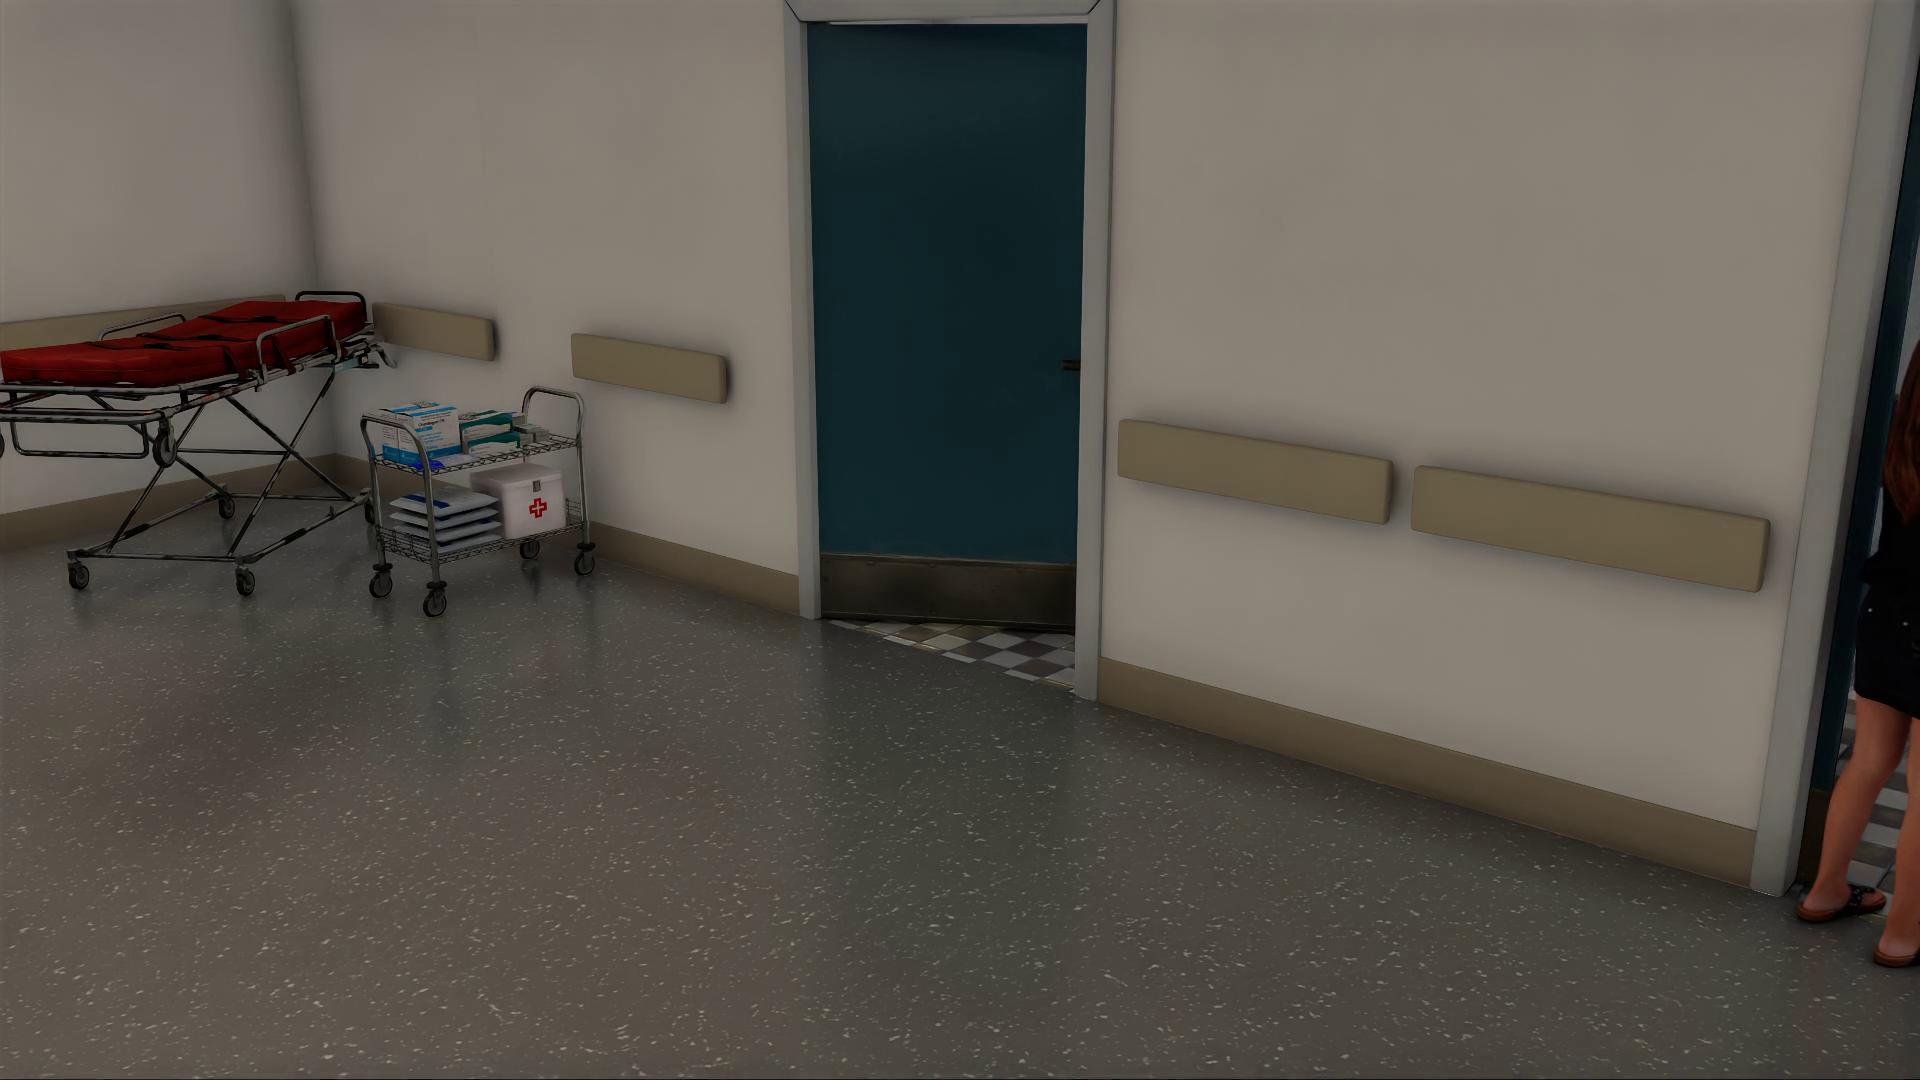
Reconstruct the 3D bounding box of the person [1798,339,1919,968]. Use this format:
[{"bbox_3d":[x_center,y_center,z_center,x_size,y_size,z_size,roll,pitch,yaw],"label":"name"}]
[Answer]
[{"bbox_3d":[2.269,0.222,3.909,0.684,1.551,0.611,-4,16,-15],"label":"person"}]
